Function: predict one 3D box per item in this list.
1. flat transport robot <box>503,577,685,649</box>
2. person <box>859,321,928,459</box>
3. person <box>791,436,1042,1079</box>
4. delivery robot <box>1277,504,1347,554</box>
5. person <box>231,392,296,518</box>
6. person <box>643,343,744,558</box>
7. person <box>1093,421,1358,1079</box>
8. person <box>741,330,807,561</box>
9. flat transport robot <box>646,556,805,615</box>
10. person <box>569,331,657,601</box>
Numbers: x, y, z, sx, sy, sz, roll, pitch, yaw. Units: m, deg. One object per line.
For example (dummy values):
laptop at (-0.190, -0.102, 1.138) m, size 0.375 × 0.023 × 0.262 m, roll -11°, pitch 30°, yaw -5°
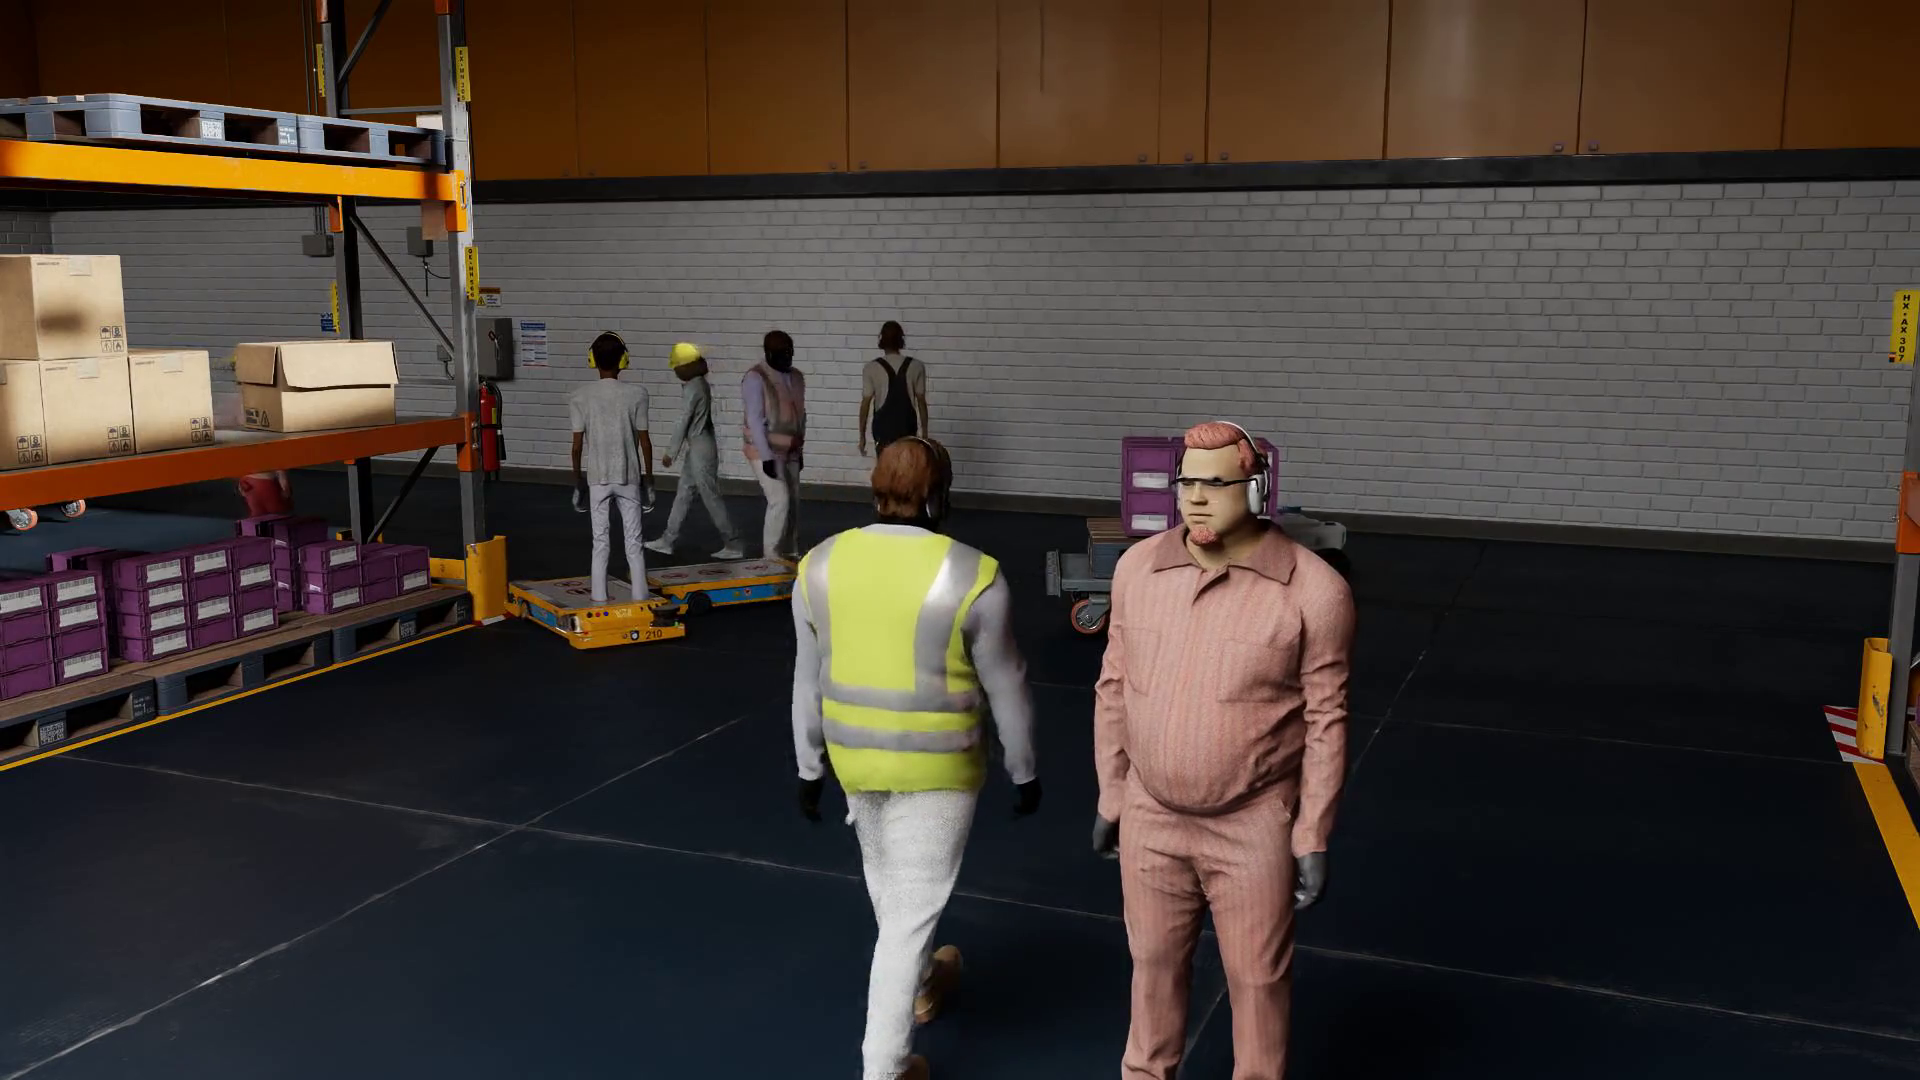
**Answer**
flat transport robot at (-2.315, 0.425, 10.417) m, size 0.652 × 0.197 × 1.431 m, roll -6°, pitch 11°, yaw -33°
person at (-0.555, -0.854, 13.478) m, size 0.549 × 1.818 × 0.788 m, roll -2°, pitch 10°, yaw -13°
person at (-0.072, 0.609, 4.656) m, size 0.653 × 1.805 × 0.893 m, roll 5°, pitch 11°, yaw 29°
delivery robot at (2.388, -0.012, 11.921) m, size 0.707 × 0.478 × 0.477 m, roll 0°, pitch 9°, yaw 0°
person at (-4.689, -0.425, 11.075) m, size 0.534 × 1.747 × 0.504 m, roll 7°, pitch 11°, yaw 35°
person at (-2.052, -0.671, 12.795) m, size 0.812 × 1.681 × 0.501 m, roll -1°, pitch 9°, yaw -4°
person at (0.597, 0.665, 4.012) m, size 0.636 × 1.911 × 0.405 m, roll 5°, pitch 11°, yaw 30°
person at (-1.335, -0.624, 12.172) m, size 0.465 × 1.815 × 0.634 m, roll 5°, pitch 11°, yaw 30°
flat transport robot at (-1.566, 0.299, 11.177) m, size 1.431 × 0.197 × 0.652 m, roll -5°, pitch 11°, yaw -30°
person at (-2.118, -0.335, 10.185) m, size 0.517 × 1.874 × 0.327 m, roll -1°, pitch 9°, yaw -6°
